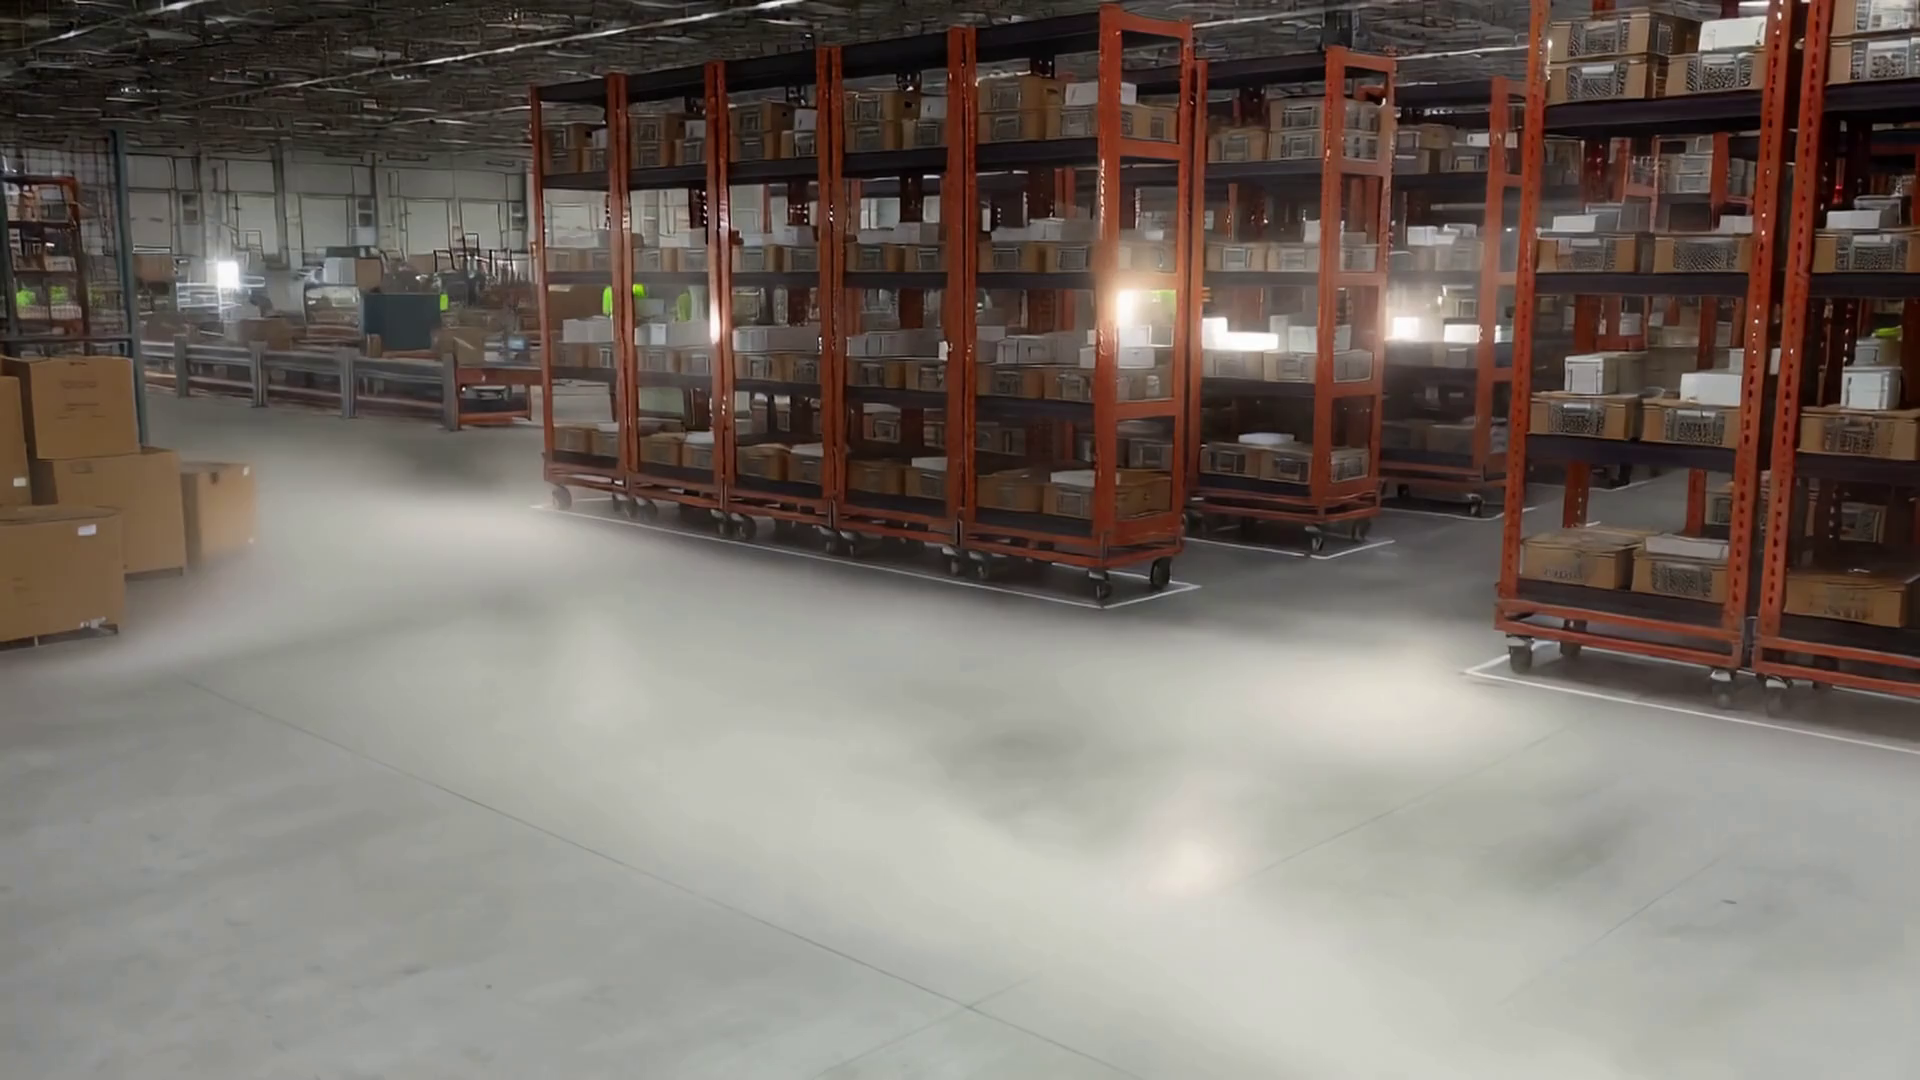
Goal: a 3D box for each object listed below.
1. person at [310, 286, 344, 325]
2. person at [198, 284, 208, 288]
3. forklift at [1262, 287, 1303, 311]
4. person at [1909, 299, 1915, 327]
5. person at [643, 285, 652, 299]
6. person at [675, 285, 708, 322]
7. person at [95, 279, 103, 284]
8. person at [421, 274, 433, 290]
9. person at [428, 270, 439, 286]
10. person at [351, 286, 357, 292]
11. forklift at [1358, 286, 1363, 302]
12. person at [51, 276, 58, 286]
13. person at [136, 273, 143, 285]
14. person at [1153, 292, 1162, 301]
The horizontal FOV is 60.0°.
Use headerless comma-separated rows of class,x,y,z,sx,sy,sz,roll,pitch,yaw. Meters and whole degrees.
person,-12.410,-4.258,32.643,0.605,2.034,0.392,-5,11,-29
person,-26.100,-8.259,57.416,0.466,1.951,0.641,-7,12,-37
forklift,10.769,-8.203,54.240,1.129,2.768,1.873,8,12,42
person,12.283,-2.394,21.329,0.385,1.993,0.623,5,10,28
person,-12.420,-9.651,66.593,0.604,1.748,0.532,-8,12,-39
person,-5.383,-4.259,33.157,0.689,1.864,0.729,1,9,8
person,-33.388,-9.292,64.459,0.577,1.729,0.489,1,9,5
person,-18.019,-8.086,56.495,0.548,1.915,0.831,9,13,44
person,-27.398,-12.970,86.036,0.868,2.000,0.687,8,12,40
person,-31.948,-13.175,87.638,0.367,1.928,0.584,0,9,2
forklift,11.100,-7.017,46.970,1.873,2.768,1.129,9,13,43
person,-42.273,-11.482,77.570,0.669,1.826,0.413,-5,11,-29
person,-42.602,-12.933,86.418,0.625,1.843,0.430,6,11,33
person,6.360,-7.453,53.456,0.267,1.632,0.507,-3,10,-20
